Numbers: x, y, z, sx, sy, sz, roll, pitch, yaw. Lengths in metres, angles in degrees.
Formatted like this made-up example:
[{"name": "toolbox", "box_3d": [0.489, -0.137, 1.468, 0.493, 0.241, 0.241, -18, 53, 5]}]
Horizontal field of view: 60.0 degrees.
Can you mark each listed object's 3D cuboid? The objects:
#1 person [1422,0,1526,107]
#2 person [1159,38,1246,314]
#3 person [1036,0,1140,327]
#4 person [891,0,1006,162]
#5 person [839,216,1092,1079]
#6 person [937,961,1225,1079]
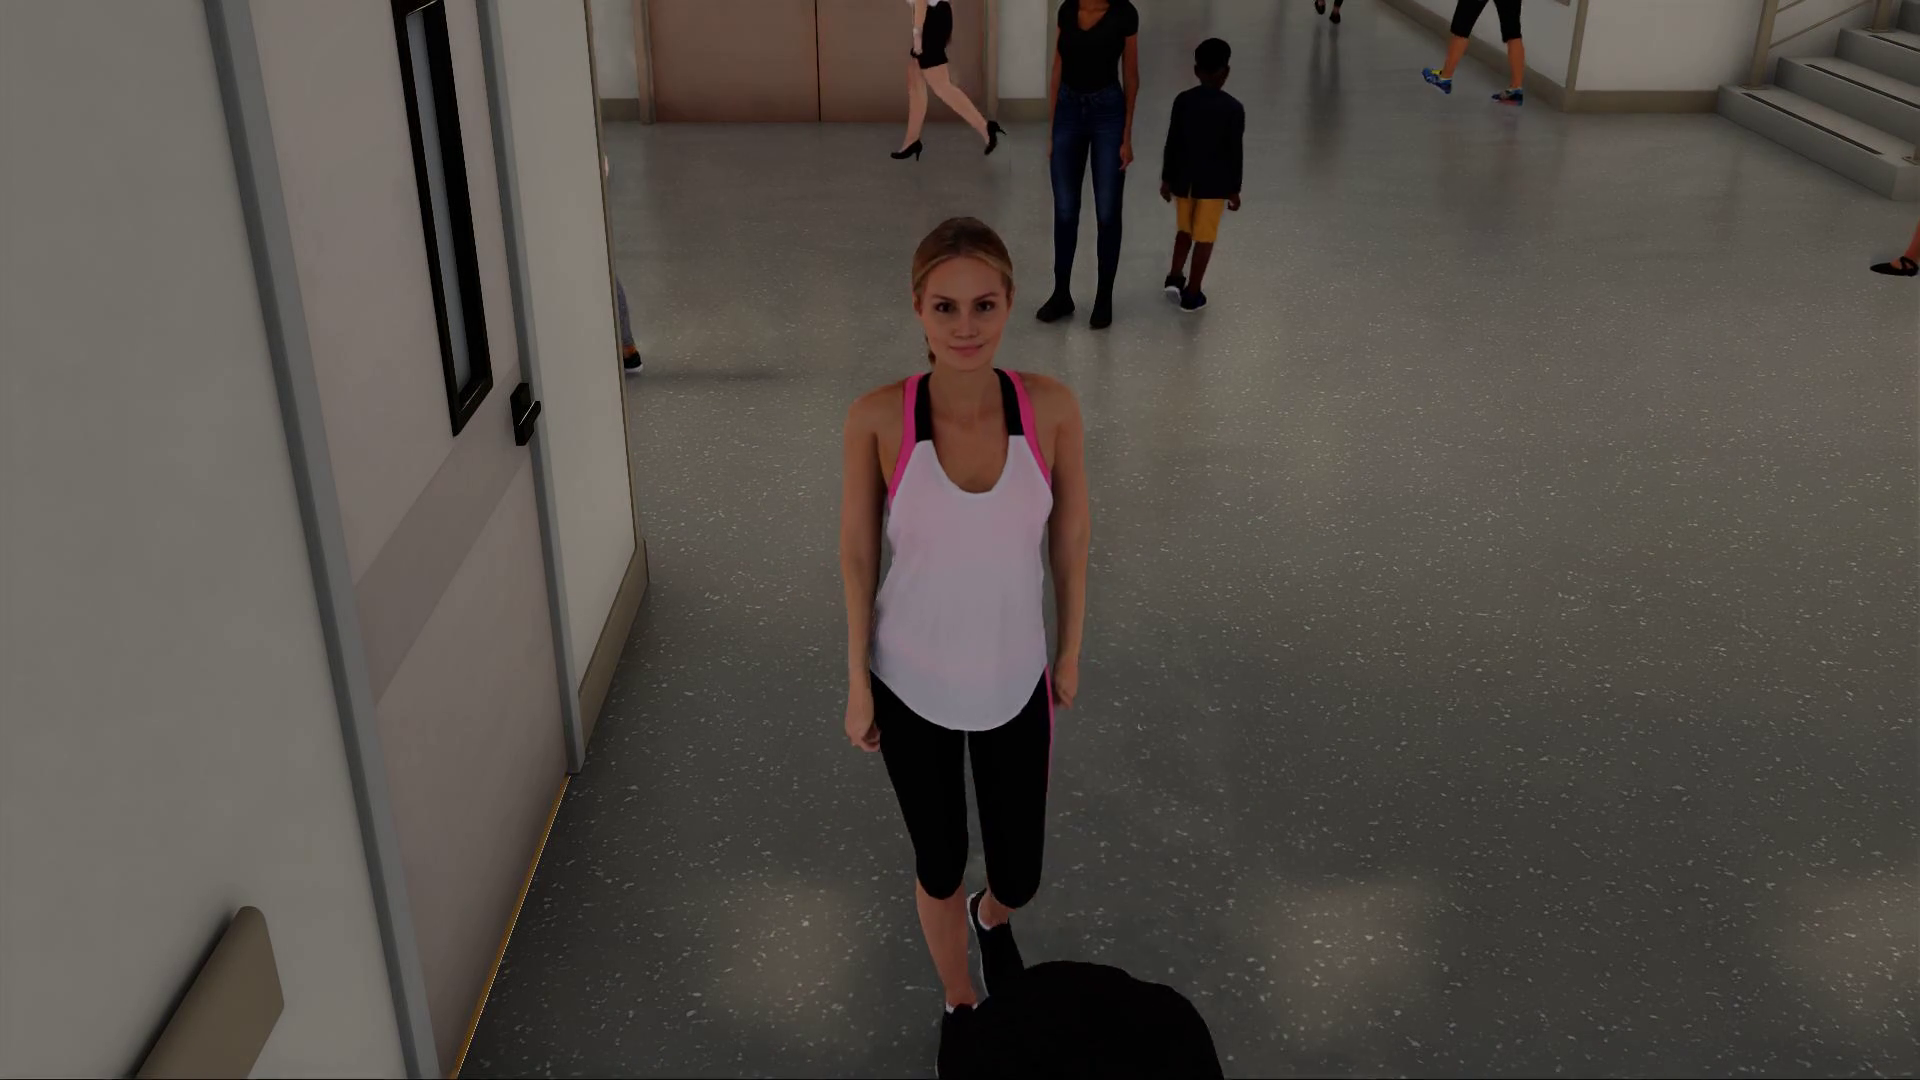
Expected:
[{"name": "person", "box_3d": [3.929, -4.023, 11.972, 1.249, 1.814, 1.073, -12, 28, -23]}, {"name": "person", "box_3d": [1.097, -1.659, 7.715, 0.643, 1.254, 0.714, 13, 29, 25]}, {"name": "person", "box_3d": [0.596, -1.847, 7.548, 0.589, 1.737, 0.701, 10, 28, 20]}, {"name": "person", "box_3d": [-0.100, -3.117, 10.312, 1.103, 1.624, 0.837, 11, 28, 21]}, {"name": "person", "box_3d": [0.001, 0.240, 3.174, 0.591, 1.777, 0.652, 0, 26, 0]}, {"name": "person", "box_3d": [0.130, 1.060, 1.459, 0.982, 1.790, 0.762, -1, 26, -2]}]
